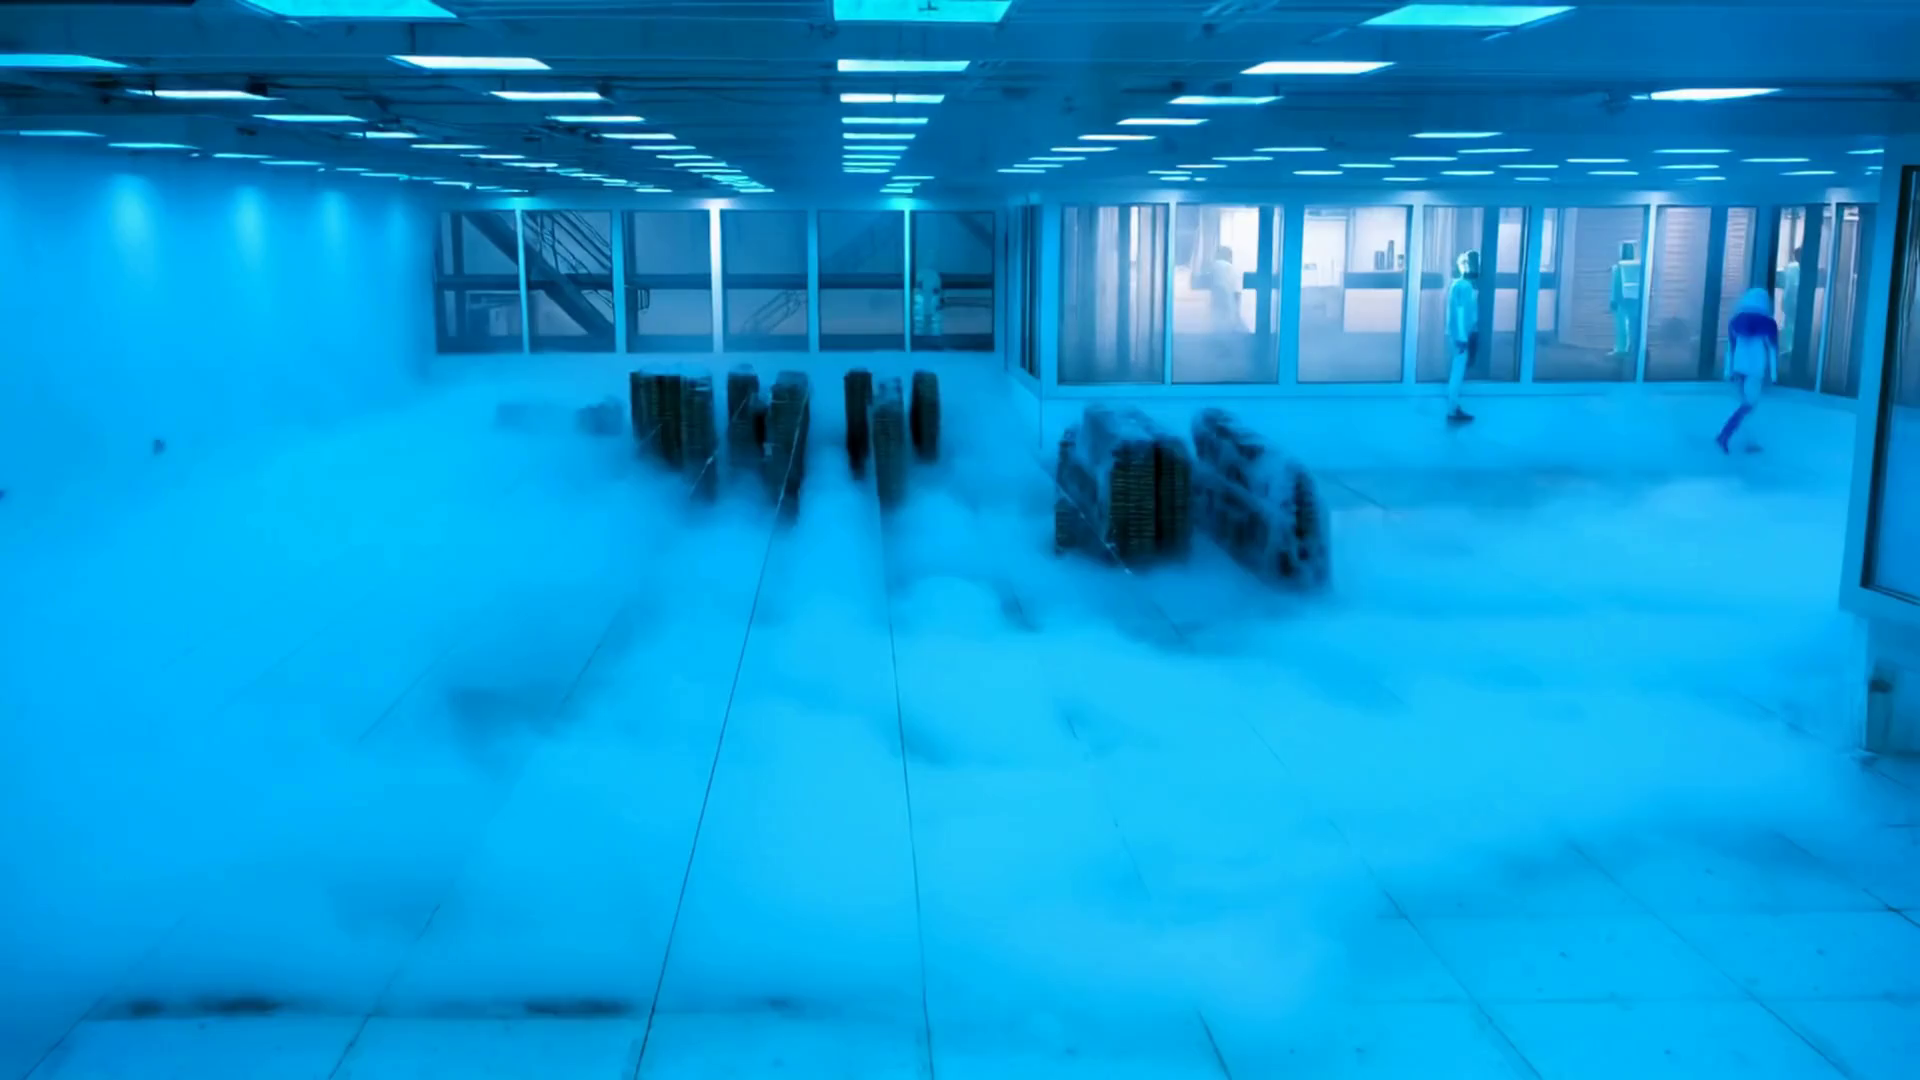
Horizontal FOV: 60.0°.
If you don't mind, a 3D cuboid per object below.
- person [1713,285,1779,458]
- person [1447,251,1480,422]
[{"bbox_3d":[7.296,-1.561,15.436,0.776,1.606,0.510,-5,11,-23],"label":"person"},{"bbox_3d":[5.567,-2.236,18.350,0.328,1.872,0.509,4,11,20],"label":"person"}]
